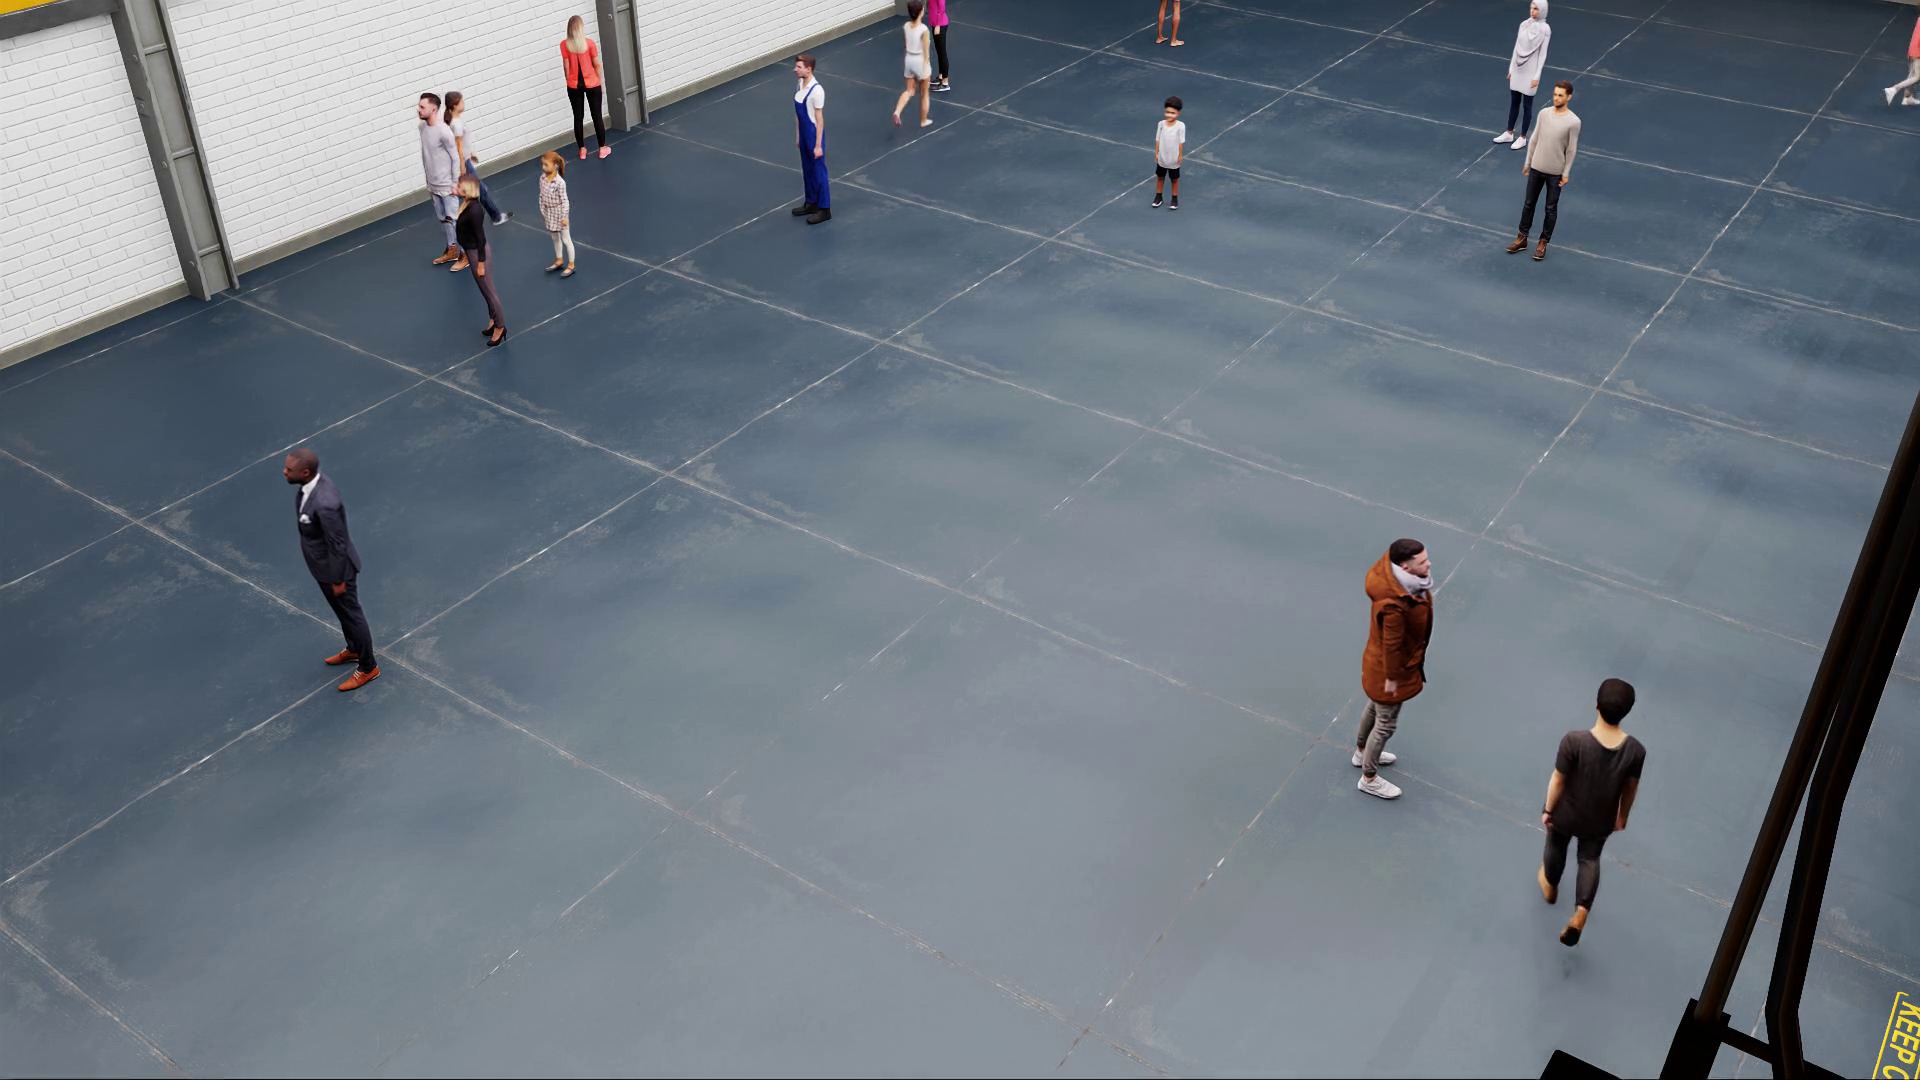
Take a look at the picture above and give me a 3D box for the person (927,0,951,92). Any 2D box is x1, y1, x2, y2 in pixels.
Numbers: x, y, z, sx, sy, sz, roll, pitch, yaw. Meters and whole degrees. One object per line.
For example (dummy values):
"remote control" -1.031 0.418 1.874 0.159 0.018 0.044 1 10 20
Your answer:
"person" -0.263 -6.782 21.845 0.750 1.699 0.686 -4 34 -6

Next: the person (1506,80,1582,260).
"person" 6.119 -3.865 17.303 0.661 1.868 0.584 24 41 32

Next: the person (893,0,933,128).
"person" -0.577 -5.818 20.489 0.579 1.594 0.862 24 40 31

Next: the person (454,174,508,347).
"person" -4.502 -2.637 15.634 0.713 1.671 0.688 -12 35 -17

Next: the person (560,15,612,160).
"person" -4.460 -5.372 19.728 0.677 1.694 0.707 -1 34 -1

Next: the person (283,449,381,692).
"person" -4.256 0.168 11.276 0.749 1.824 0.781 -18 38 -25

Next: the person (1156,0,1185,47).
"person" 2.992 -7.880 23.468 0.670 1.731 0.564 27 42 34

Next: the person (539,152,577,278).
"person" -4.131 -3.358 17.043 0.515 1.313 0.512 21 39 29

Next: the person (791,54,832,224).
"person" -1.609 -4.390 18.111 0.713 1.849 0.711 -19 38 -26

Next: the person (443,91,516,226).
"person" -5.441 -4.040 17.873 1.044 1.529 0.819 -19 38 -26

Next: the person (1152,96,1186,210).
"person" 2.339 -4.332 18.559 0.523 1.256 0.533 12 36 18

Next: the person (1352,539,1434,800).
"person" 2.675 0.770 10.357 0.895 1.839 0.804 4 34 6

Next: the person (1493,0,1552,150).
"person" 6.828 -5.628 20.040 0.649 1.776 0.676 -20 39 -27

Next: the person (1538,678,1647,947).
"person" 3.515 1.538 9.331 0.846 1.695 1.063 7 34 10

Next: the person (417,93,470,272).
"person" -5.310 -3.687 17.062 0.696 1.839 0.566 24 41 32

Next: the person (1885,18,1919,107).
"person" 12.222 -6.225 21.271 0.846 1.407 0.819 -2 34 -4
